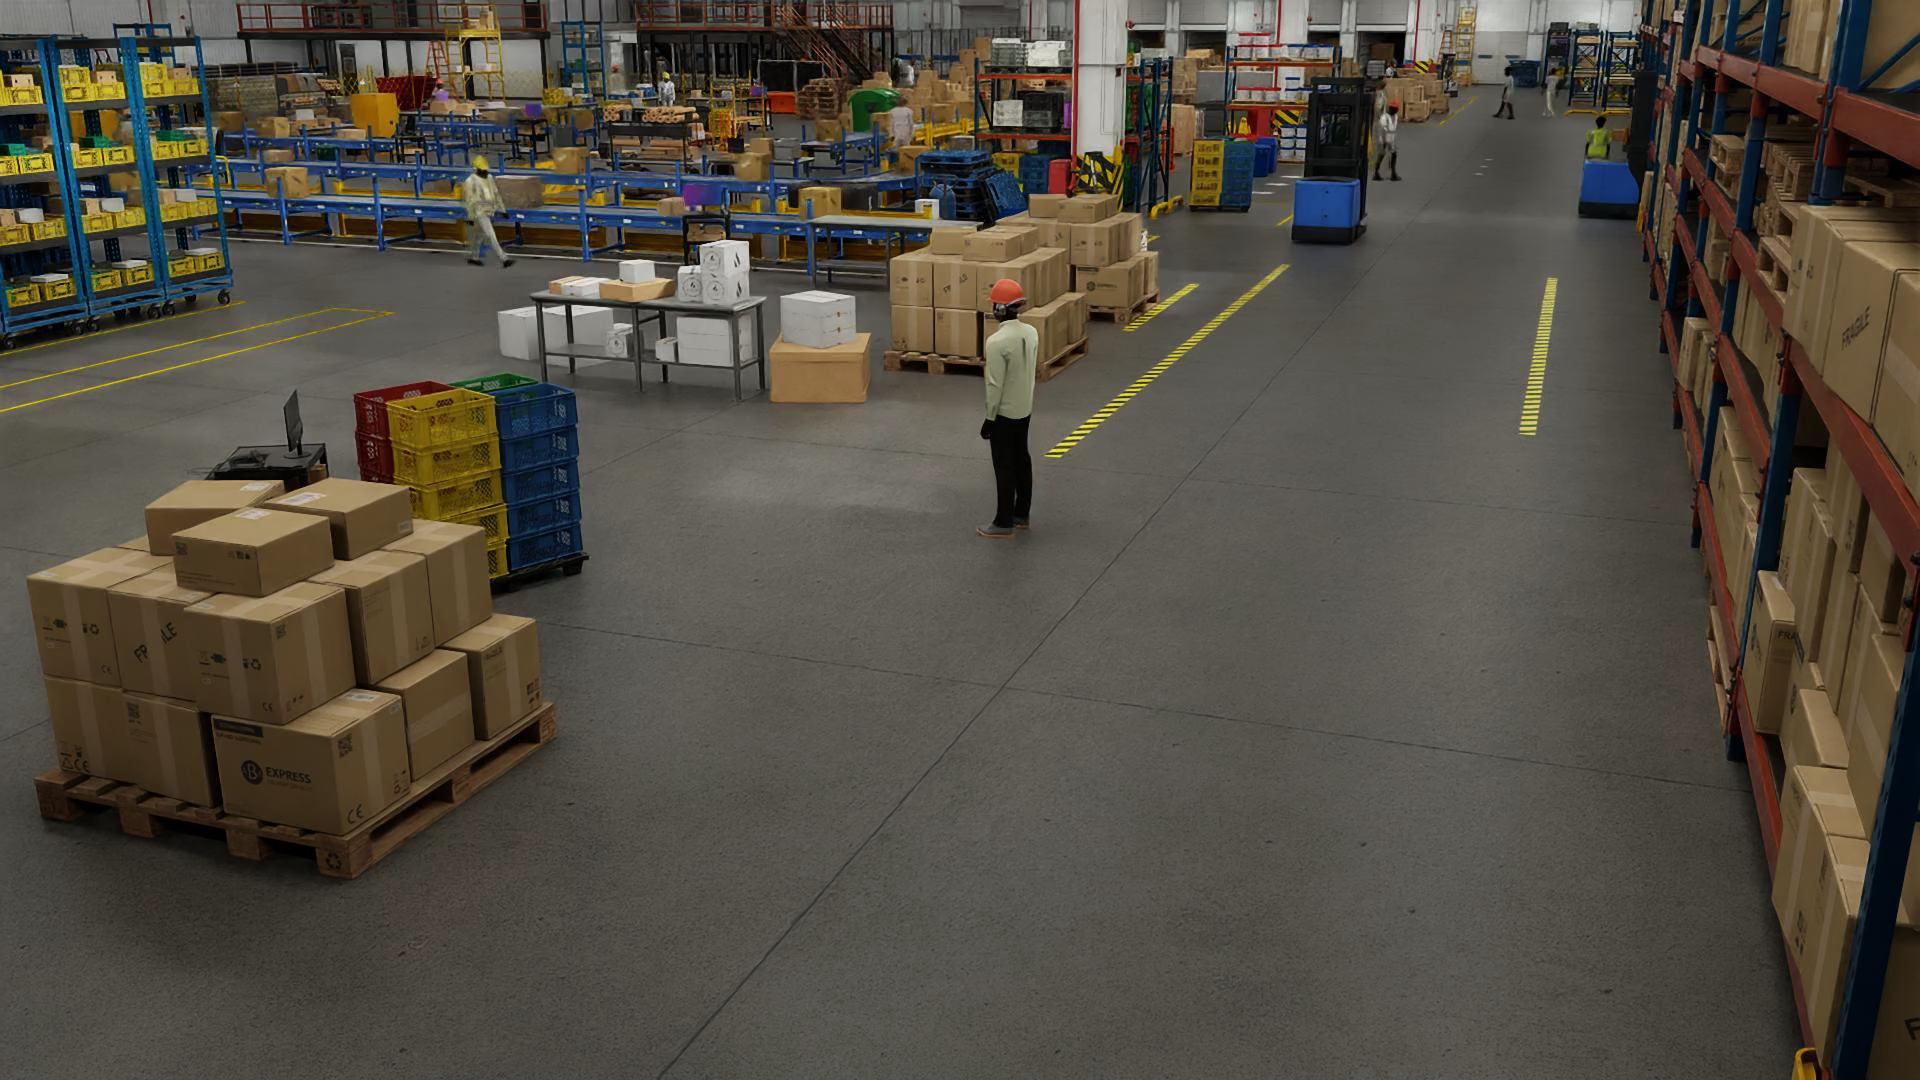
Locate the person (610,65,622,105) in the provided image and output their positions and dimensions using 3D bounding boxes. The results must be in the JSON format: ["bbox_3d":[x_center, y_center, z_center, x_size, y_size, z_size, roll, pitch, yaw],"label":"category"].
[{"bbox_3d":[-12.989,-16.980,62.974,0.487,1.974,0.621,13,22,35],"label":"person"}]

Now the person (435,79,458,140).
[{"bbox_3d":[-15.934,-13.270,51.447,0.794,1.904,0.554,11,21,30],"label":"person"}]

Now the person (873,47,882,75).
[{"bbox_3d":[-4.955,-28.869,100.605,0.831,1.818,0.634,4,18,11],"label":"person"}]

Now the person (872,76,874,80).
[{"bbox_3d":[-2.904,-15.626,59.127,0.591,1.726,0.487,-2,18,-7],"label":"person"}]

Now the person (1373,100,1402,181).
[{"bbox_3d":[10.232,-9.473,39.510,0.587,1.887,0.896,-10,20,-30],"label":"person"}]

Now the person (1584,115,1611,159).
[{"bbox_3d":[14.286,-8.661,37.313,0.545,1.687,0.361,5,18,15],"label":"person"}]

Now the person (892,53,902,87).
[{"bbox_3d":[-3.312,-24.624,87.274,0.520,1.820,0.855,1,18,4],"label":"person"}]

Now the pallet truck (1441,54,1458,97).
[{"bbox_3d":[22.765,-21.886,78.355,0.823,1.965,1.885,-4,18,-14],"label":"pallet truck"}]

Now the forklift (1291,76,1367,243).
[{"bbox_3d":[6.598,-6.755,29.381,1.129,2.768,1.873,6,19,19],"label":"forklift"}]

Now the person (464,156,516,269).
[{"bbox_3d":[-7.460,-5.144,26.138,0.979,1.763,0.597,5,18,16],"label":"person"}]

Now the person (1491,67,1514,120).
[{"bbox_3d":[20.390,-16.718,62.250,0.975,1.915,0.614,8,19,24],"label":"person"}]

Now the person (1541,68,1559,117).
[{"bbox_3d":[22.775,-17.257,64.136,0.606,1.814,0.938,-1,18,-3],"label":"person"}]

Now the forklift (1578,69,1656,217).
[{"bbox_3d":[13.219,-7.740,32.475,1.873,2.768,1.129,6,19,18],"label":"forklift"}]

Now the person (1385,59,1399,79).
[{"bbox_3d":[17.856,-18.850,68.747,0.535,2.000,0.687,9,20,26],"label":"person"}]

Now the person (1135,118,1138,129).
[{"bbox_3d":[3.932,-9.498,39.358,0.614,2.041,0.393,17,24,42],"label":"person"}]

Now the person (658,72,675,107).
[{"bbox_3d":[-10.449,-15.734,59.317,0.595,1.824,0.404,-8,19,-23],"label":"person"}]

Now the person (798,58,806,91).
[{"bbox_3d":[-6.966,-20.333,73.596,0.392,1.928,0.550,-9,20,-26],"label":"person"}]

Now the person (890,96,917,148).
[{"bbox_3d":[-1.405,-10.177,41.755,0.640,1.889,0.513,9,20,27],"label":"person"}]

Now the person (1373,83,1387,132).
[{"bbox_3d":[14.099,-14.559,55.948,0.644,1.622,0.521,-2,18,-6],"label":"person"}]

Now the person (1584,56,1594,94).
[{"bbox_3d":[30.268,-22.343,80.056,0.430,1.839,0.619,7,19,22],"label":"person"}]

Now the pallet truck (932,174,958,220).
[{"bbox_3d":[-0.507,-5.292,27.348,0.653,1.274,1.630,6,19,19],"label":"pallet truck"}]

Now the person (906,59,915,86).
[{"bbox_3d":[-2.341,-20.790,75.152,0.708,1.850,0.659,4,18,13],"label":"person"}]

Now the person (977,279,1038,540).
[{"bbox_3d":[0.364,-0.999,12.730,0.380,1.994,0.618,11,21,31],"label":"person"}]
